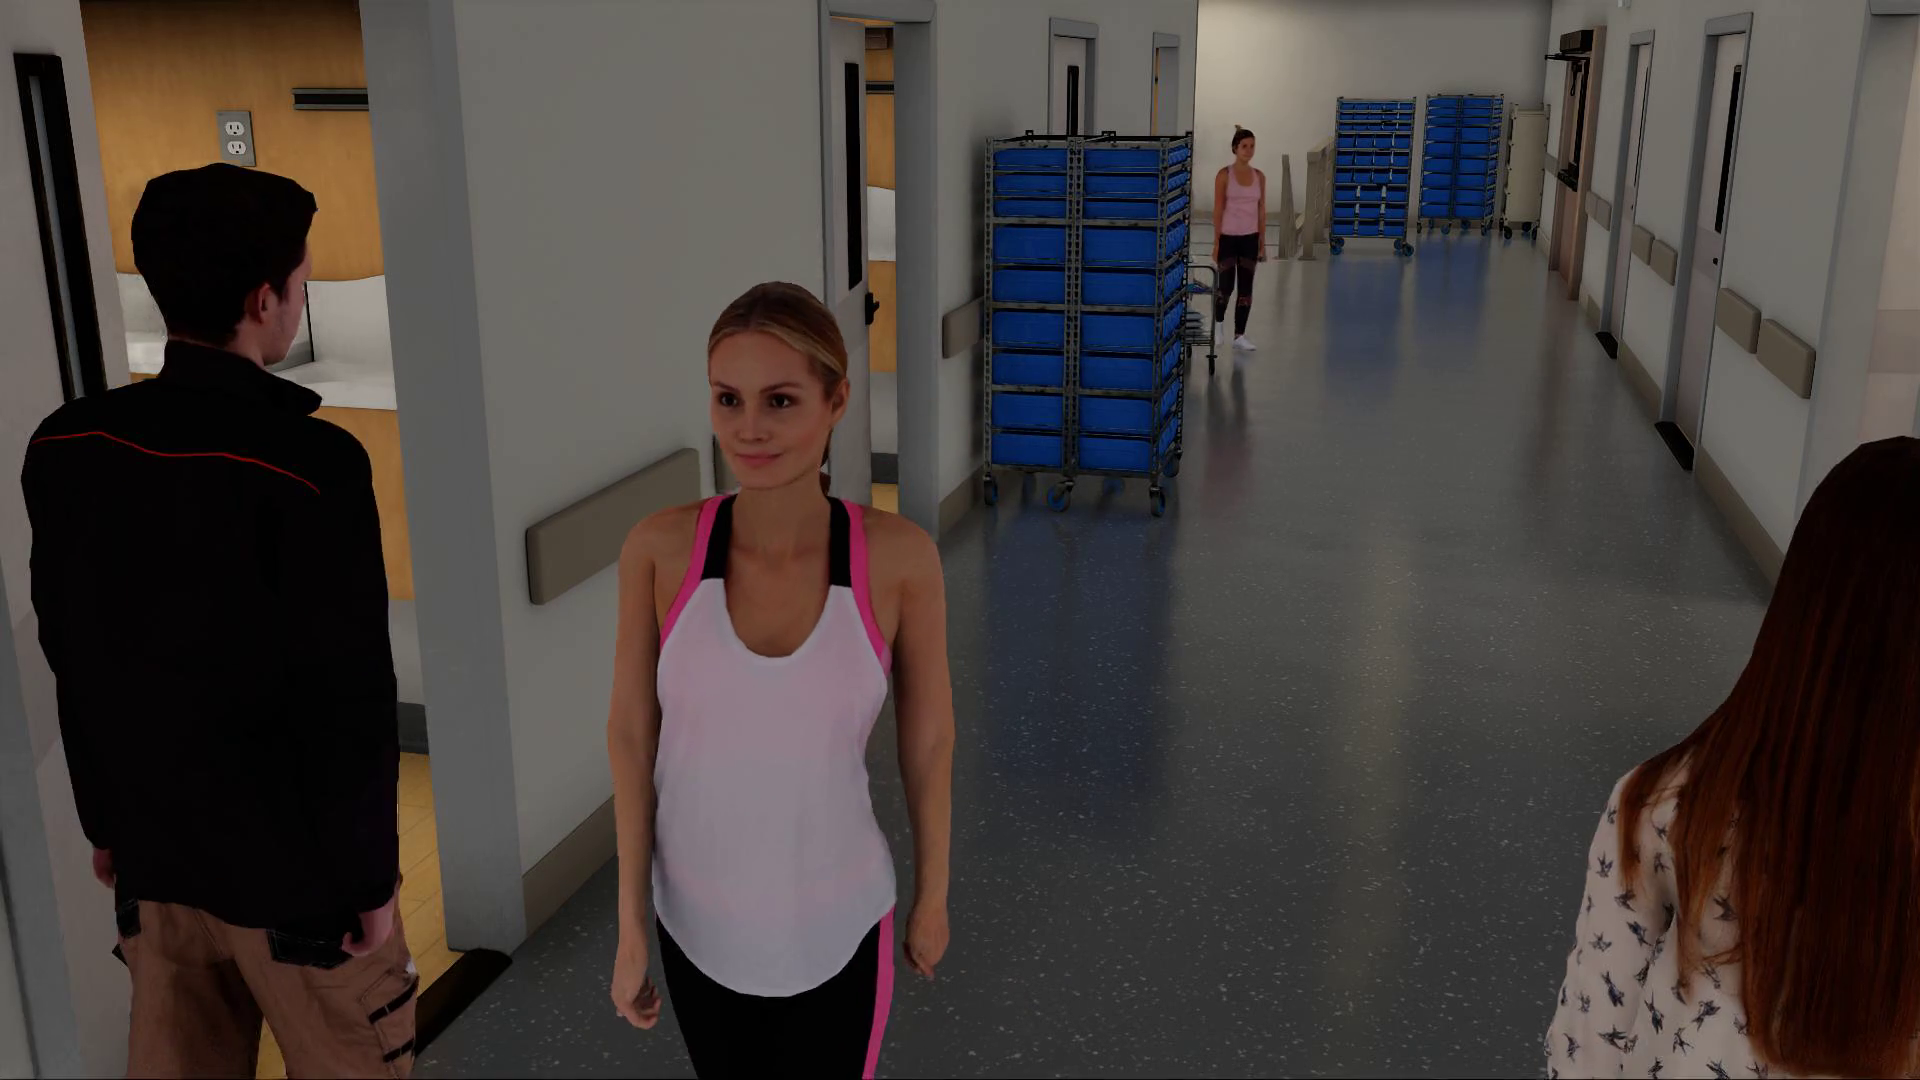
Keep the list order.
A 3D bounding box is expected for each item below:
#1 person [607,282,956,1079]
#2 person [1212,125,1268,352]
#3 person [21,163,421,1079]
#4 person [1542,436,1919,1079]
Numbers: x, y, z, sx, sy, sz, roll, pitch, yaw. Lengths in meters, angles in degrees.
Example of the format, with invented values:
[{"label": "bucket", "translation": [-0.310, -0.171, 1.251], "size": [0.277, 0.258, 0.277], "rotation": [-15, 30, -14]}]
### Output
[{"label": "person", "translation": [-0.245, 0.526, 2.364], "size": [0.669, 1.754, 1.139], "rotation": [2, 16, 8]}, {"label": "person", "translation": [2.019, -2.233, 12.356], "size": [0.720, 1.644, 0.784], "rotation": [-5, 17, -17]}, {"label": "person", "translation": [-1.005, 0.487, 2.233], "size": [0.720, 1.901, 1.049], "rotation": [2, 16, 9]}, {"label": "person", "translation": [0.757, 0.772, 1.574], "size": [0.638, 1.711, 0.981], "rotation": [6, 17, 20]}]
